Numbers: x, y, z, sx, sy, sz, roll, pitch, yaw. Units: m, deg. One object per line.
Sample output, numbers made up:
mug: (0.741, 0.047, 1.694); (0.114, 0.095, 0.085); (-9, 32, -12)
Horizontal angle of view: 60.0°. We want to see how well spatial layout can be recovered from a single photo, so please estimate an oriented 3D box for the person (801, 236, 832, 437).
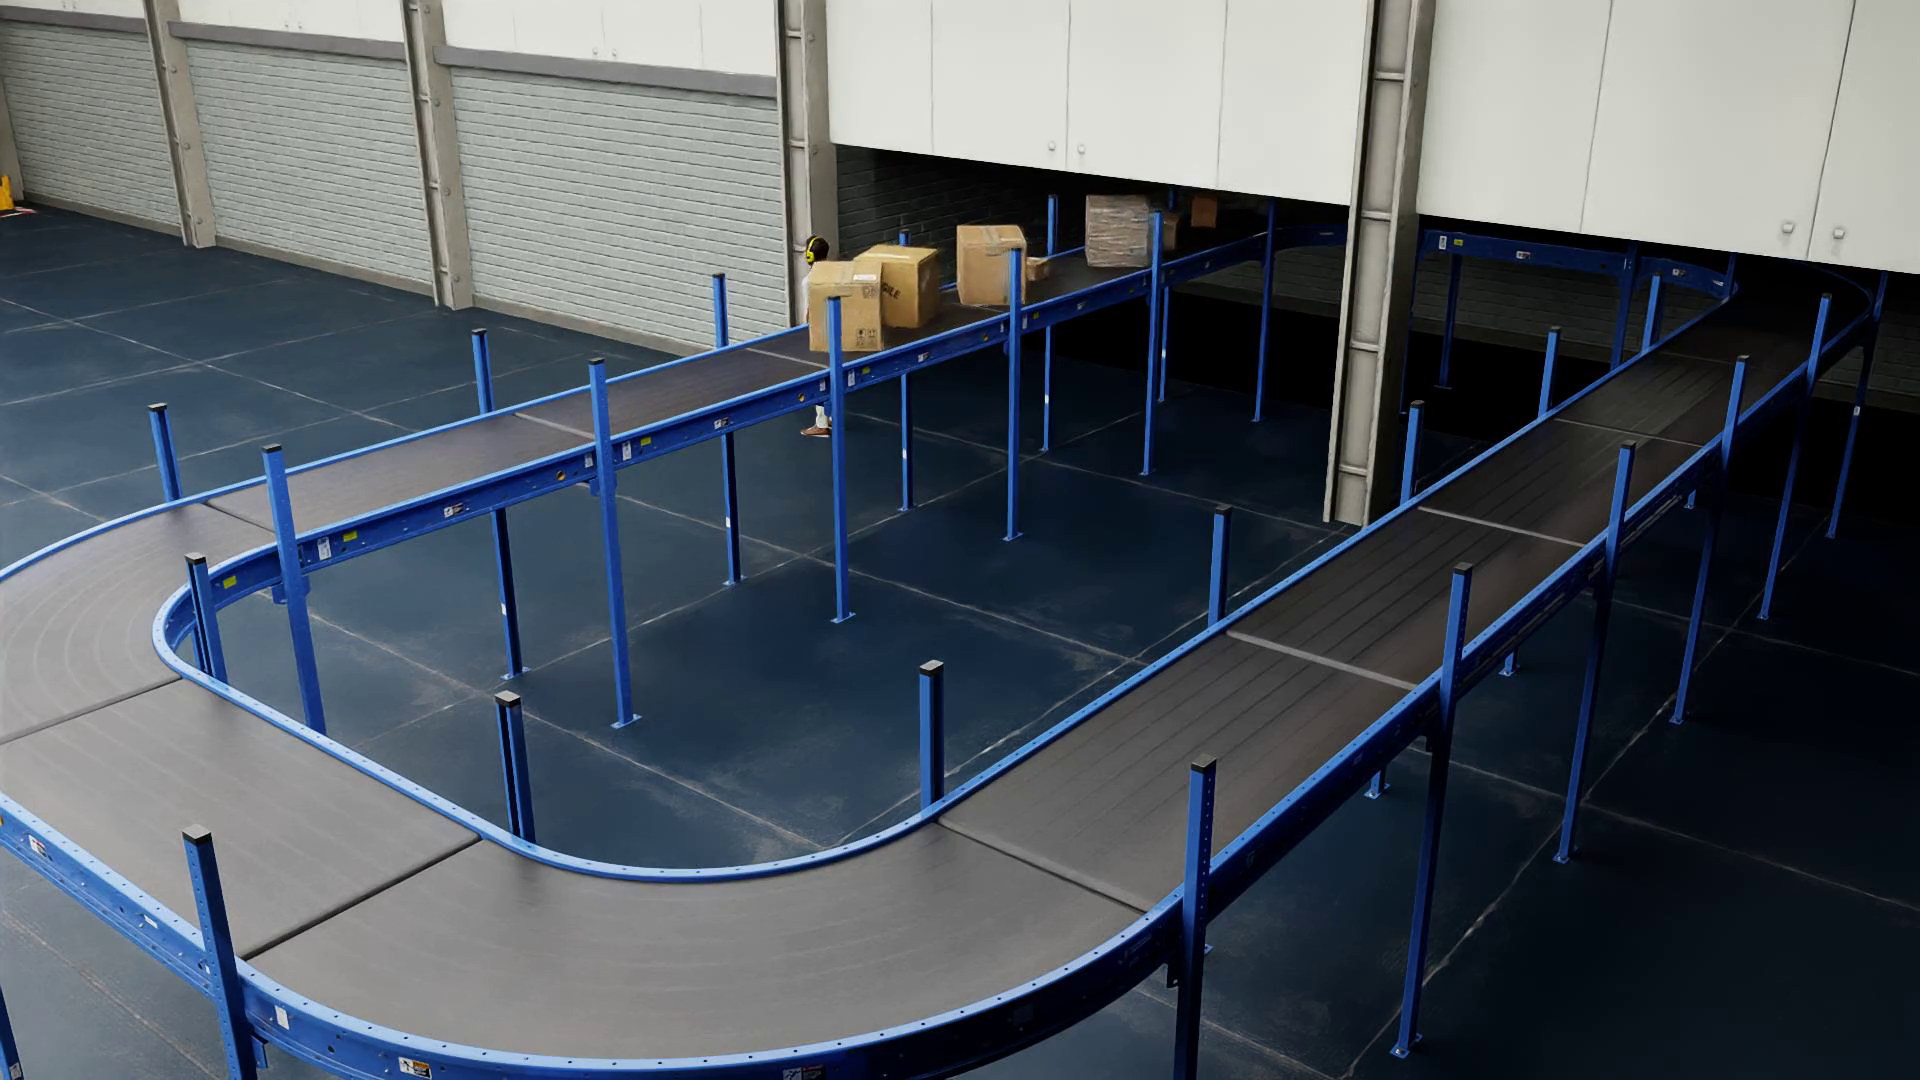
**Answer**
person: (-1.303, -1.881, 15.419); (0.313, 1.869, 0.538); (13, 25, 30)
